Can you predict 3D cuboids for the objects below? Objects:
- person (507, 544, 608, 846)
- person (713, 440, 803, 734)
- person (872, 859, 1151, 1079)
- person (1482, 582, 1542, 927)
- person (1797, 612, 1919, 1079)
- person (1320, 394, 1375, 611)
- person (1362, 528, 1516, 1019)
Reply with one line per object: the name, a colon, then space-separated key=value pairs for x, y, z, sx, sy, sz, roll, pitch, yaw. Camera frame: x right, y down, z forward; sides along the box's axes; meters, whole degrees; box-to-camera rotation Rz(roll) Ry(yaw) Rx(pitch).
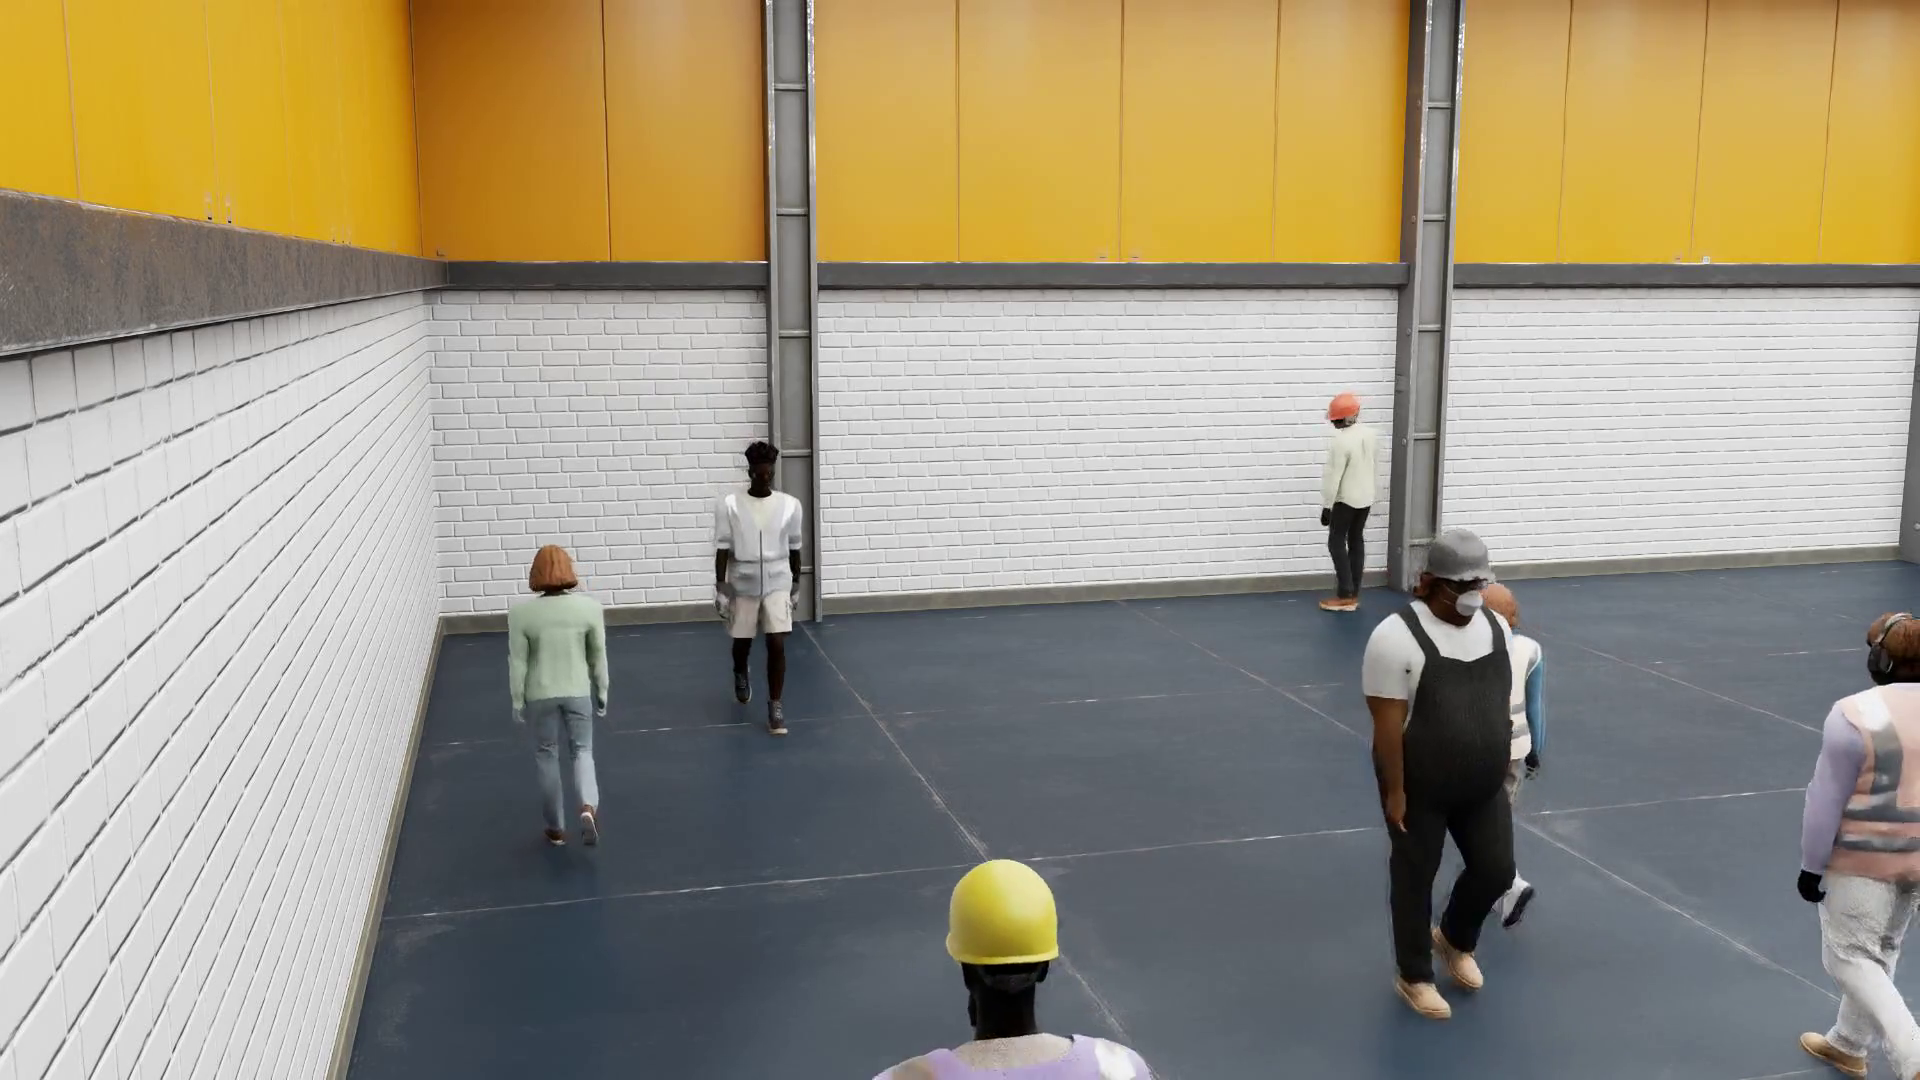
person: x=-2.091 y=0.836 z=8.705 sx=0.506 sy=1.621 sz=0.530 roll=-3 pitch=10 yaw=-20
person: x=-1.357 y=0.283 z=11.173 sx=0.615 sy=1.942 sz=0.805 roll=-2 pitch=9 yaw=-12
person: x=0.097 y=1.572 z=3.229 sx=0.583 sy=1.910 sz=0.516 roll=-2 pitch=9 yaw=-14
person: x=2.498 y=0.994 z=7.713 sx=0.529 sy=1.615 sz=0.579 roll=-3 pitch=10 yaw=-20
person: x=3.380 y=1.174 z=6.000 sx=0.630 sy=1.824 sz=0.782 roll=-2 pitch=9 yaw=-15
person: x=3.525 y=-0.333 z=14.986 sx=0.715 sy=1.955 sz=0.397 roll=-8 pitch=12 yaw=-41
person: x=1.976 y=0.937 z=6.771 sx=0.685 sy=2.000 sz=0.538 roll=-2 pitch=9 yaw=-14
